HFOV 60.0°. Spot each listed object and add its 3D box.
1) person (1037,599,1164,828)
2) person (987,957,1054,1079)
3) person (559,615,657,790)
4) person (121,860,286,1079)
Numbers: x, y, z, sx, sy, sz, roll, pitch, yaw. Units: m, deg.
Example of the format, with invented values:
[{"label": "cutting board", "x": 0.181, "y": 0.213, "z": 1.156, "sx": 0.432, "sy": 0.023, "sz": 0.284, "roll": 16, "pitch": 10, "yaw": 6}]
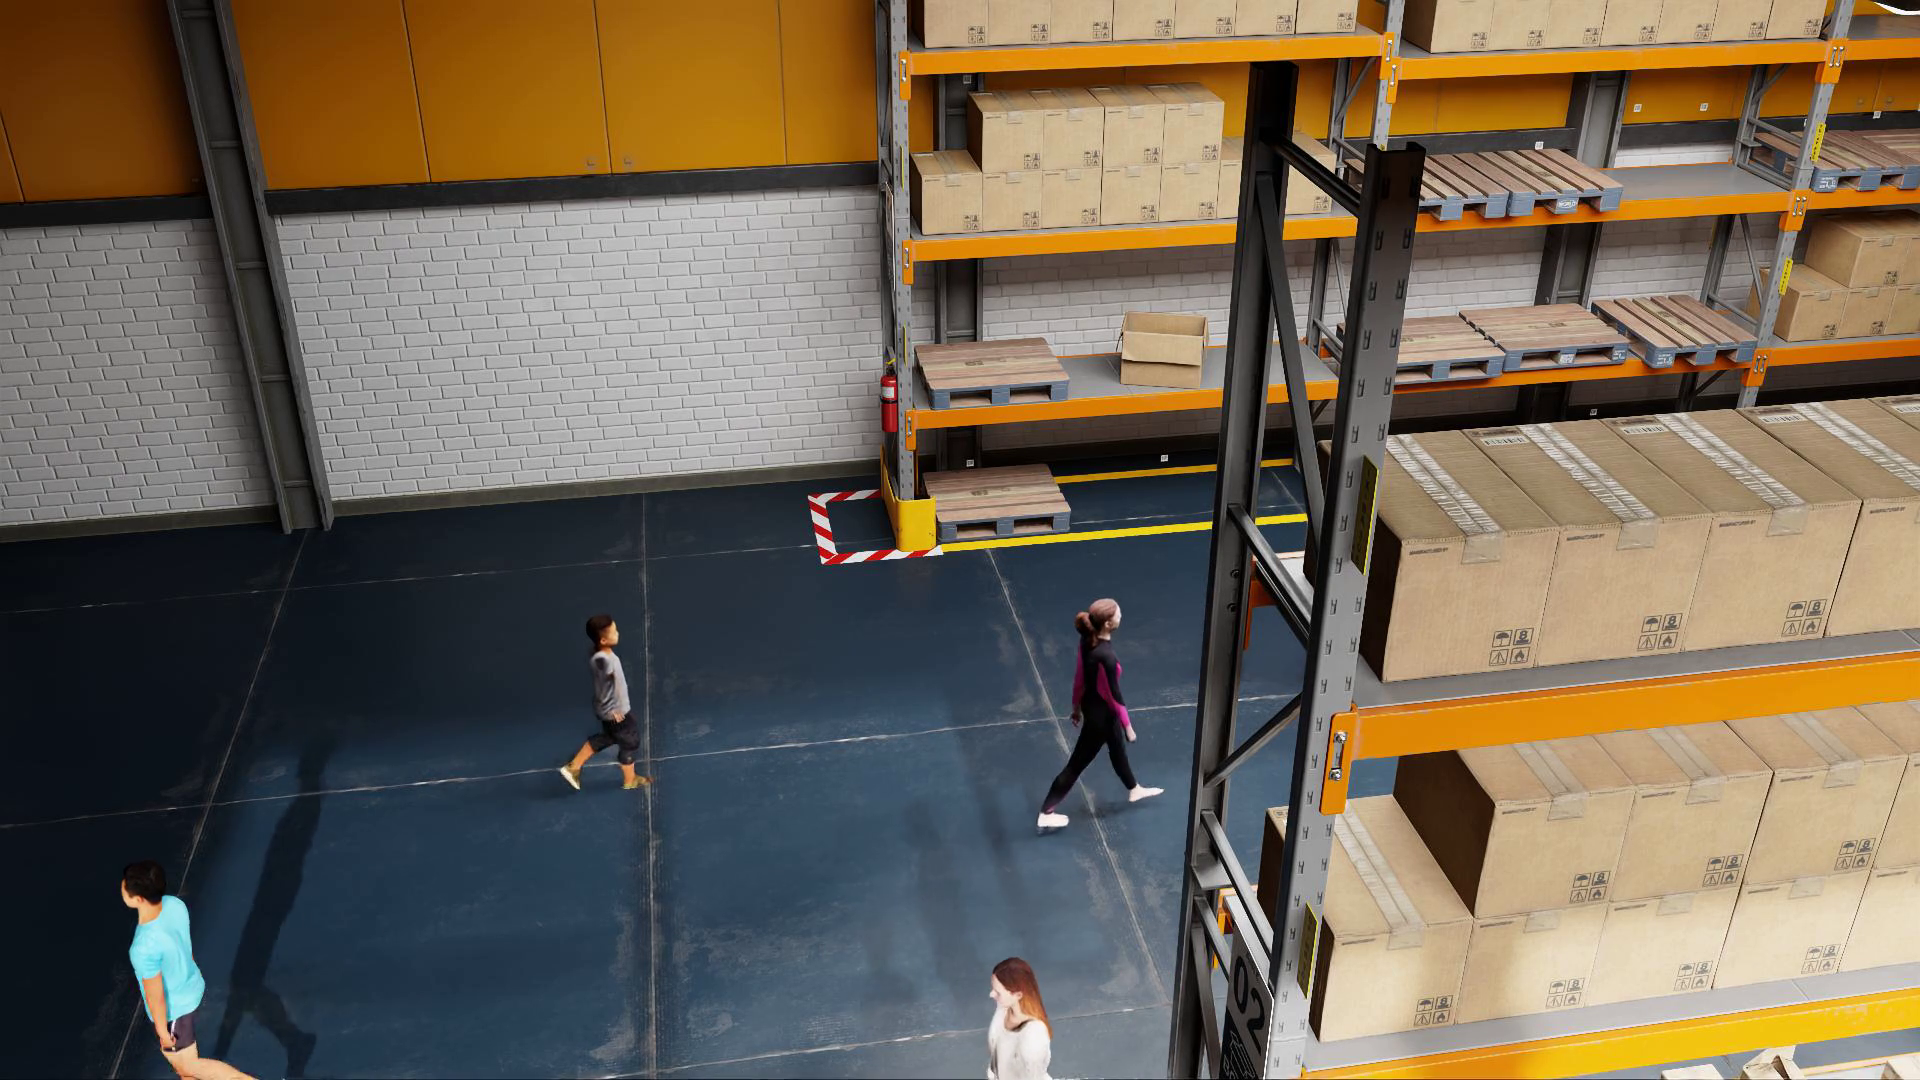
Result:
[{"label": "person", "x": 0.824, "y": 1.196, "z": 10.904, "sx": 1.203, "sy": 1.694, "sz": 0.692, "roll": -10, "pitch": 30, "yaw": -17}, {"label": "person", "x": 0.387, "y": 2.712, "z": 8.140, "sx": 0.650, "sy": 1.679, "sz": 0.655, "roll": -7, "pitch": 29, "yaw": -12}, {"label": "person", "x": -2.444, "y": 1.097, "z": 11.350, "sx": 0.935, "sy": 1.440, "sz": 0.706, "roll": -11, "pitch": 31, "yaw": -20}, {"label": "person", "x": -3.983, "y": 2.396, "z": 8.639, "sx": 1.021, "sy": 1.758, "sz": 0.689, "roll": -1, "pitch": 29, "yaw": -3}]
